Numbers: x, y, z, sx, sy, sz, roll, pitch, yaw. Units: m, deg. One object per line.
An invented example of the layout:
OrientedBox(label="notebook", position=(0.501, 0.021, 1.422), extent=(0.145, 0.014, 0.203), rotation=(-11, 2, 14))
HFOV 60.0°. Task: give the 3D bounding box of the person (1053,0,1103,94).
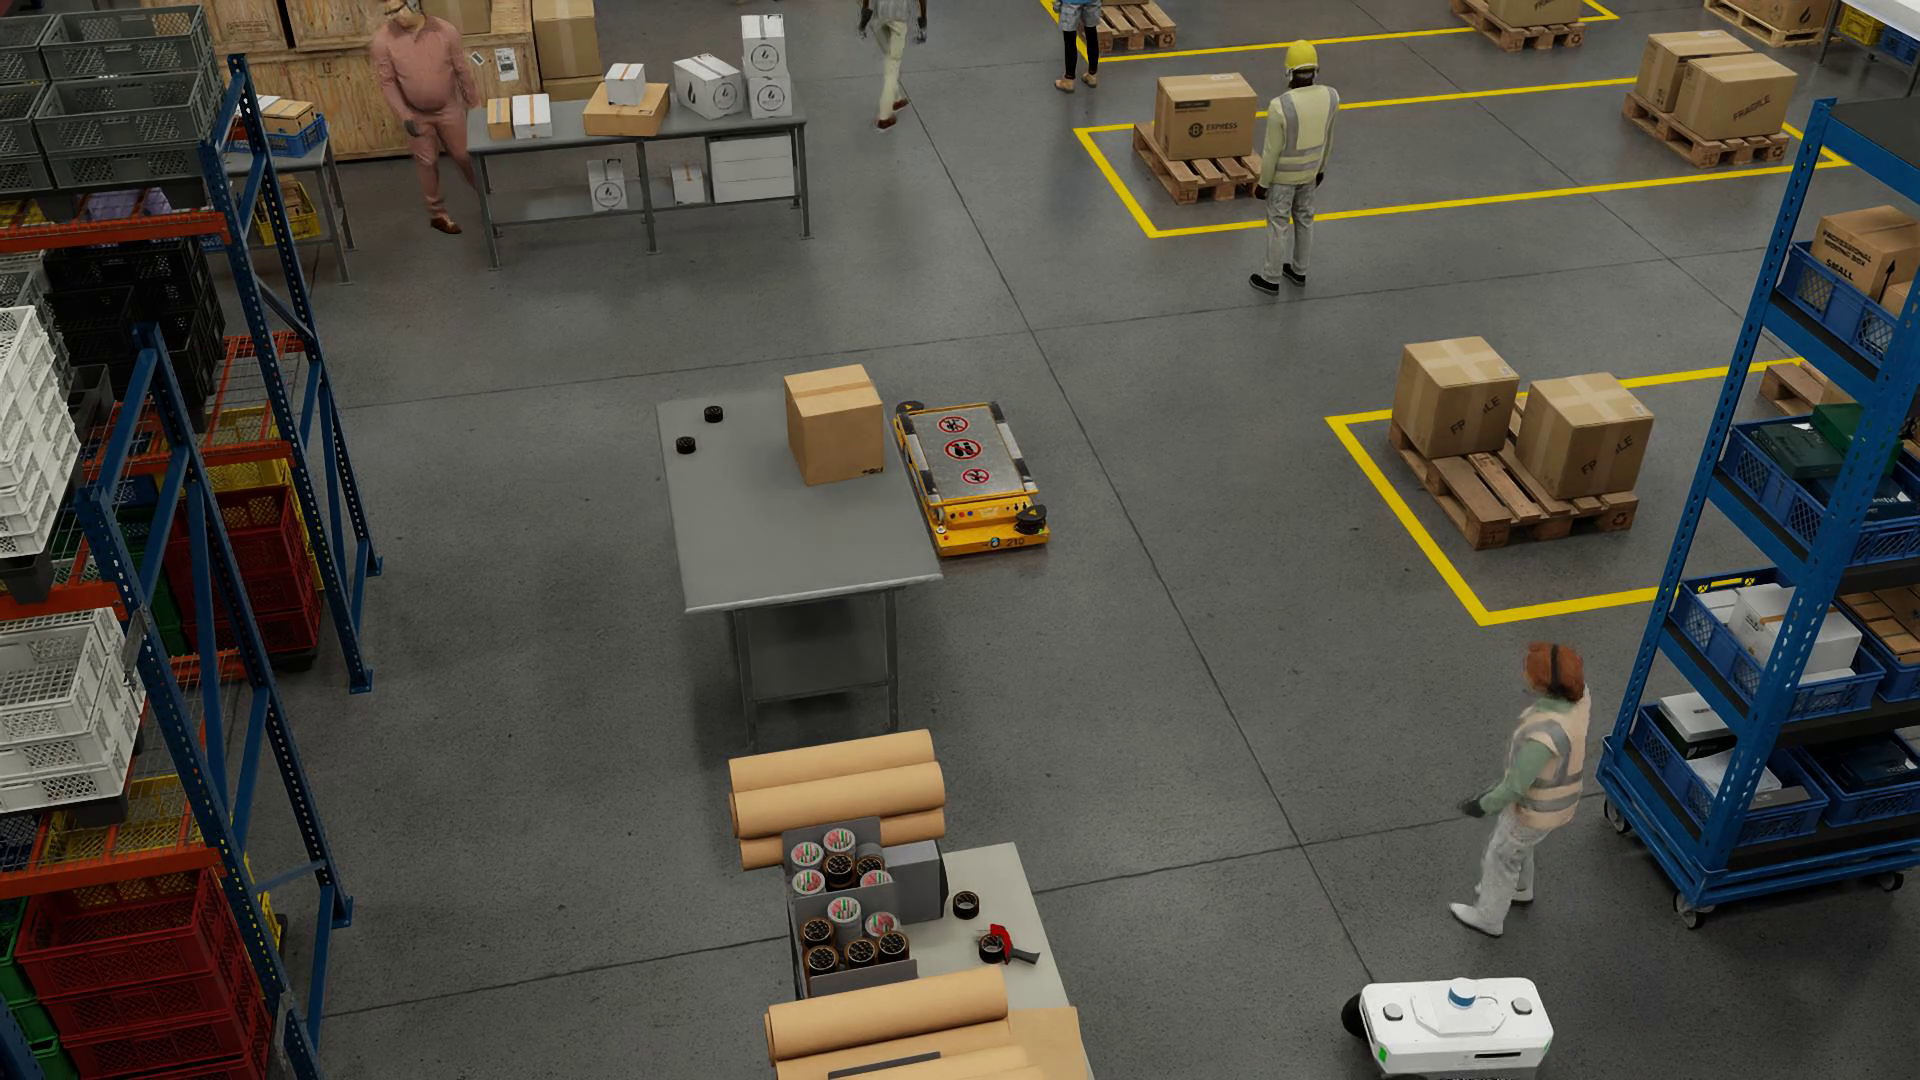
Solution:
OrientedBox(label="person", position=(1.068, -4.866, 14.884), extent=(0.540, 1.694, 0.317), rotation=(-18, 40, -23))

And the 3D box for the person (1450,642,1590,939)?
OrientedBox(label="person", position=(2.374, 1.064, 6.970), extent=(0.418, 1.623, 0.562), rotation=(23, 42, 27))

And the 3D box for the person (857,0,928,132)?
OrientedBox(label="person", position=(-0.542, -4.472, 14.265), extent=(0.551, 1.801, 0.799), rotation=(19, 41, 24))

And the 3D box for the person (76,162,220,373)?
OrientedBox(label="person", position=(-5.278, -1.870, 10.658), extent=(0.630, 1.940, 0.372), rotation=(1, 37, 1))

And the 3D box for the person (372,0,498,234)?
OrientedBox(label="person", position=(-3.919, -3.196, 12.498), extent=(0.735, 1.872, 0.560), rotation=(-13, 39, -17))

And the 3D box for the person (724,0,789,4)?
OrientedBox(label="person", position=(-2.079, -6.303, 16.734), extent=(0.879, 1.781, 0.611), rotation=(-20, 41, -25))

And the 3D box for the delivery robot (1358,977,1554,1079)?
OrientedBox(label="delivery robot", position=(1.964, 1.935, 6.619), extent=(0.707, 0.478, 0.477), rotation=(-2, 37, -3))

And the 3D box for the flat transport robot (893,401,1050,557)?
OrientedBox(label="flat transport robot", position=(0.046, -0.430, 10.108), extent=(0.652, 0.197, 1.431), rotation=(-8, 37, -10))

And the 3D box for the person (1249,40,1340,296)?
OrientedBox(label="person", position=(2.338, -2.616, 11.755), extent=(0.596, 1.821, 0.403), rotation=(-18, 40, -23))
